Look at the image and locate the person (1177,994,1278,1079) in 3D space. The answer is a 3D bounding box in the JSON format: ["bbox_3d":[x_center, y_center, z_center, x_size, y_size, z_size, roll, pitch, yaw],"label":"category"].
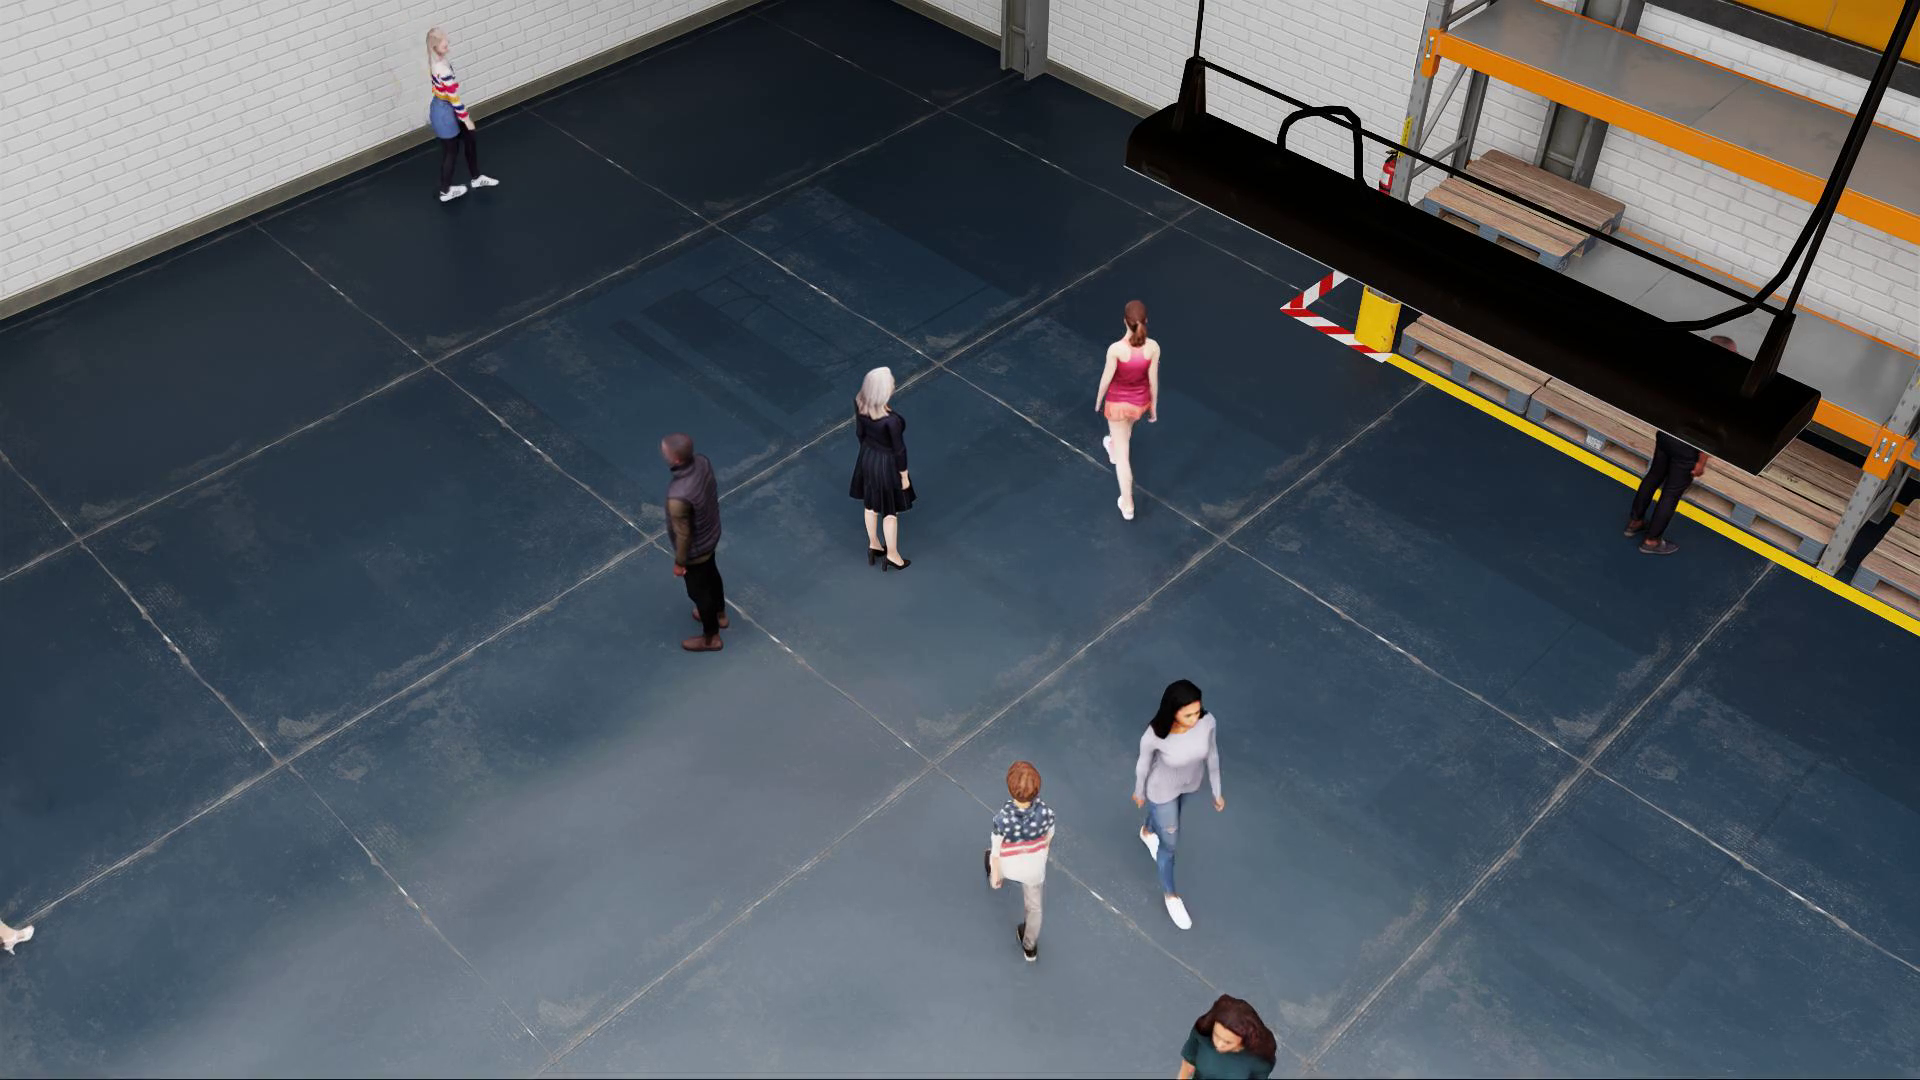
[{"bbox_3d":[1.347,2.721,8.335,1.072,1.567,0.741,28,50,27],"label":"person"}]

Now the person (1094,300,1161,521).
[{"bbox_3d":[1.225,-0.922,12.060,0.982,1.703,1.190,-9,44,-9],"label":"person"}]

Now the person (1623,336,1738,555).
[{"bbox_3d":[5.073,-0.673,11.715,0.812,1.818,0.694,-10,45,-11],"label":"person"}]

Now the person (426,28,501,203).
[{"bbox_3d":[-4.712,-3.864,15.104,0.958,1.764,0.899,-21,47,-20],"label":"person"}]

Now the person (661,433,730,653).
[{"bbox_3d":[-1.747,0.003,10.991,0.792,1.839,0.778,7,44,7],"label":"person"}]

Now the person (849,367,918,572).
[{"bbox_3d":[-0.534,-0.497,11.583,0.497,1.746,0.652,33,53,30],"label":"person"}]

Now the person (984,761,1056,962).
[{"bbox_3d":[0.361,1.847,9.371,0.858,1.405,1.004,-8,44,-8],"label":"person"}]

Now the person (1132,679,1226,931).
[{"bbox_3d":[1.190,1.357,9.668,0.842,1.703,1.087,-20,47,-20],"label":"person"}]
